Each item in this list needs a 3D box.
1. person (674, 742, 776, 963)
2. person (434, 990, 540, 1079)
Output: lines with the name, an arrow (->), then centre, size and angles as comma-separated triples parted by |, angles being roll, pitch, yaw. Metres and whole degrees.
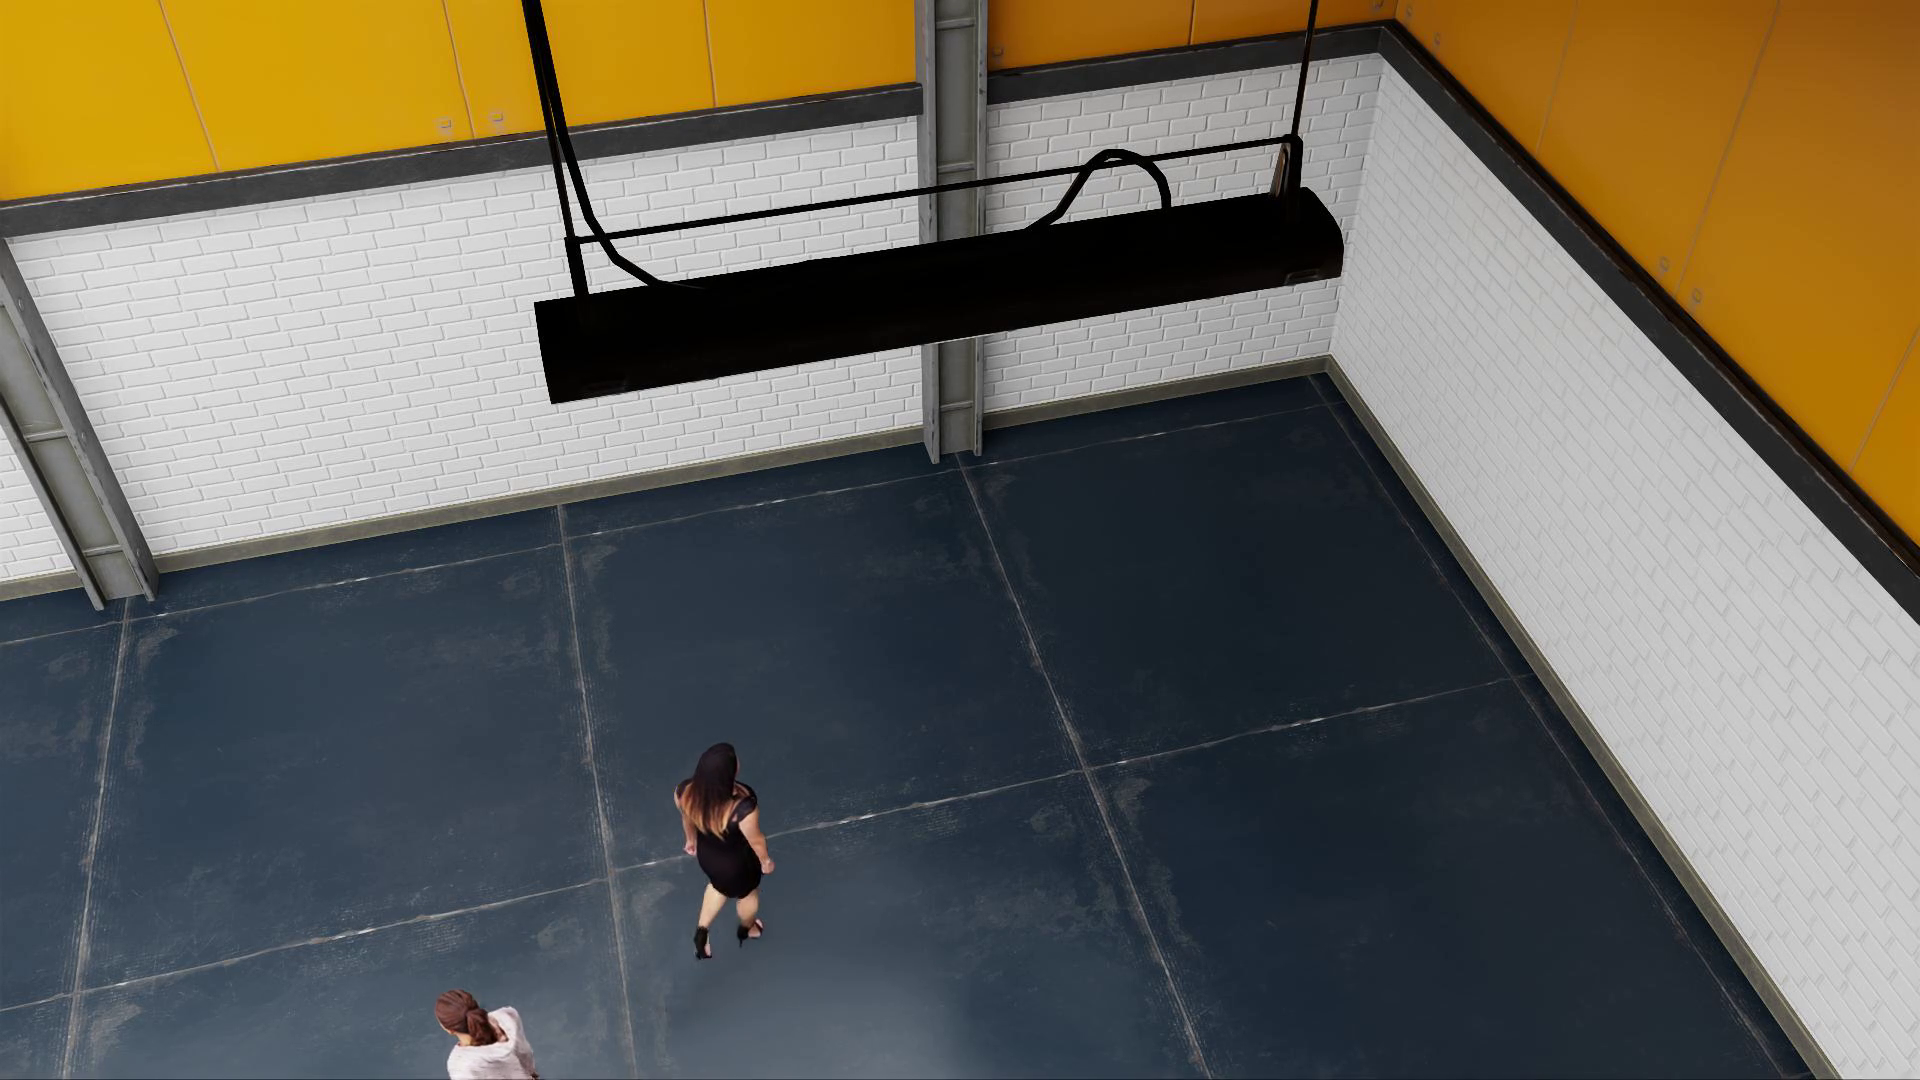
person -> -1.282, 1.752, 8.986 | 0.897, 1.705, 0.956 | 21, 47, 21
person -> -2.126, 2.731, 7.990 | 1.004, 1.662, 0.894 | 11, 45, 11
